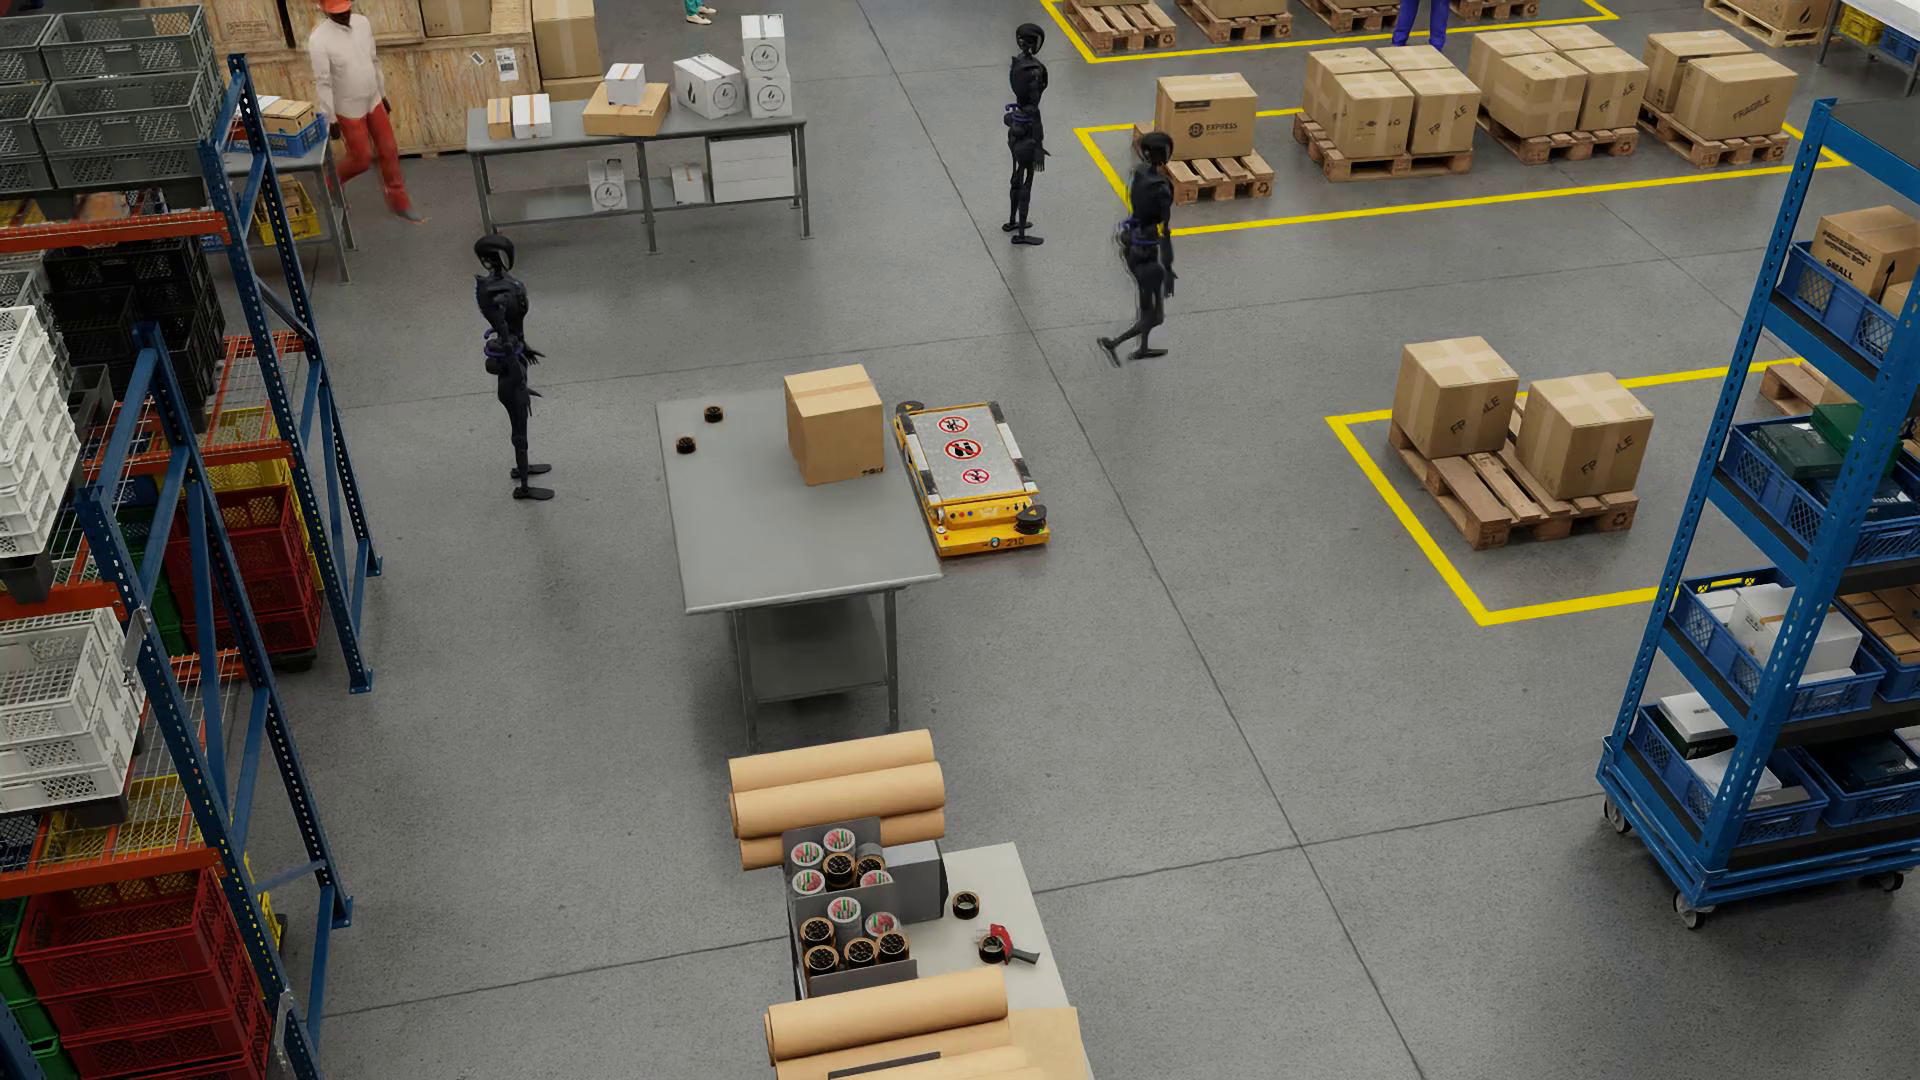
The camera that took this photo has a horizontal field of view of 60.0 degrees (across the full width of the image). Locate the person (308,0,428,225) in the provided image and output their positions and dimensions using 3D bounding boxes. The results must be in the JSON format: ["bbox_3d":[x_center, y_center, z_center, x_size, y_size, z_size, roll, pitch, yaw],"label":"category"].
[{"bbox_3d":[-4.621,-3.303,12.582,0.767,1.959,0.638,14,39,18],"label":"person"}]

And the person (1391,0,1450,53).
[{"bbox_3d":[4.369,-5.412,15.344,0.681,2.000,0.537,15,39,19],"label":"person"}]

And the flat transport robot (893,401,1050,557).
[{"bbox_3d":[0.046,-0.430,10.108,0.652,0.197,1.431,-8,37,-10],"label":"flat transport robot"}]

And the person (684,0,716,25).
[{"bbox_3d":[-2.630,-6.001,16.364,0.314,1.768,0.524,2,37,3],"label":"person"}]

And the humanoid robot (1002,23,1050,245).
[{"bbox_3d":[0.508,-3.056,12.472,0.325,1.654,0.599,-7,37,-10],"label":"humanoid robot"}]

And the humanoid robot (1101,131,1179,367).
[{"bbox_3d":[1.197,-1.876,10.898,0.463,1.654,0.595,-8,37,-11],"label":"humanoid robot"}]

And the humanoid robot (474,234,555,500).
[{"bbox_3d":[-2.601,-1.028,9.743,0.325,1.657,0.599,-7,37,-10],"label":"humanoid robot"}]

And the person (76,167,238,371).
[{"bbox_3d":[-5.302,-1.871,10.711,0.918,1.879,0.596,-23,43,-28],"label":"person"}]
